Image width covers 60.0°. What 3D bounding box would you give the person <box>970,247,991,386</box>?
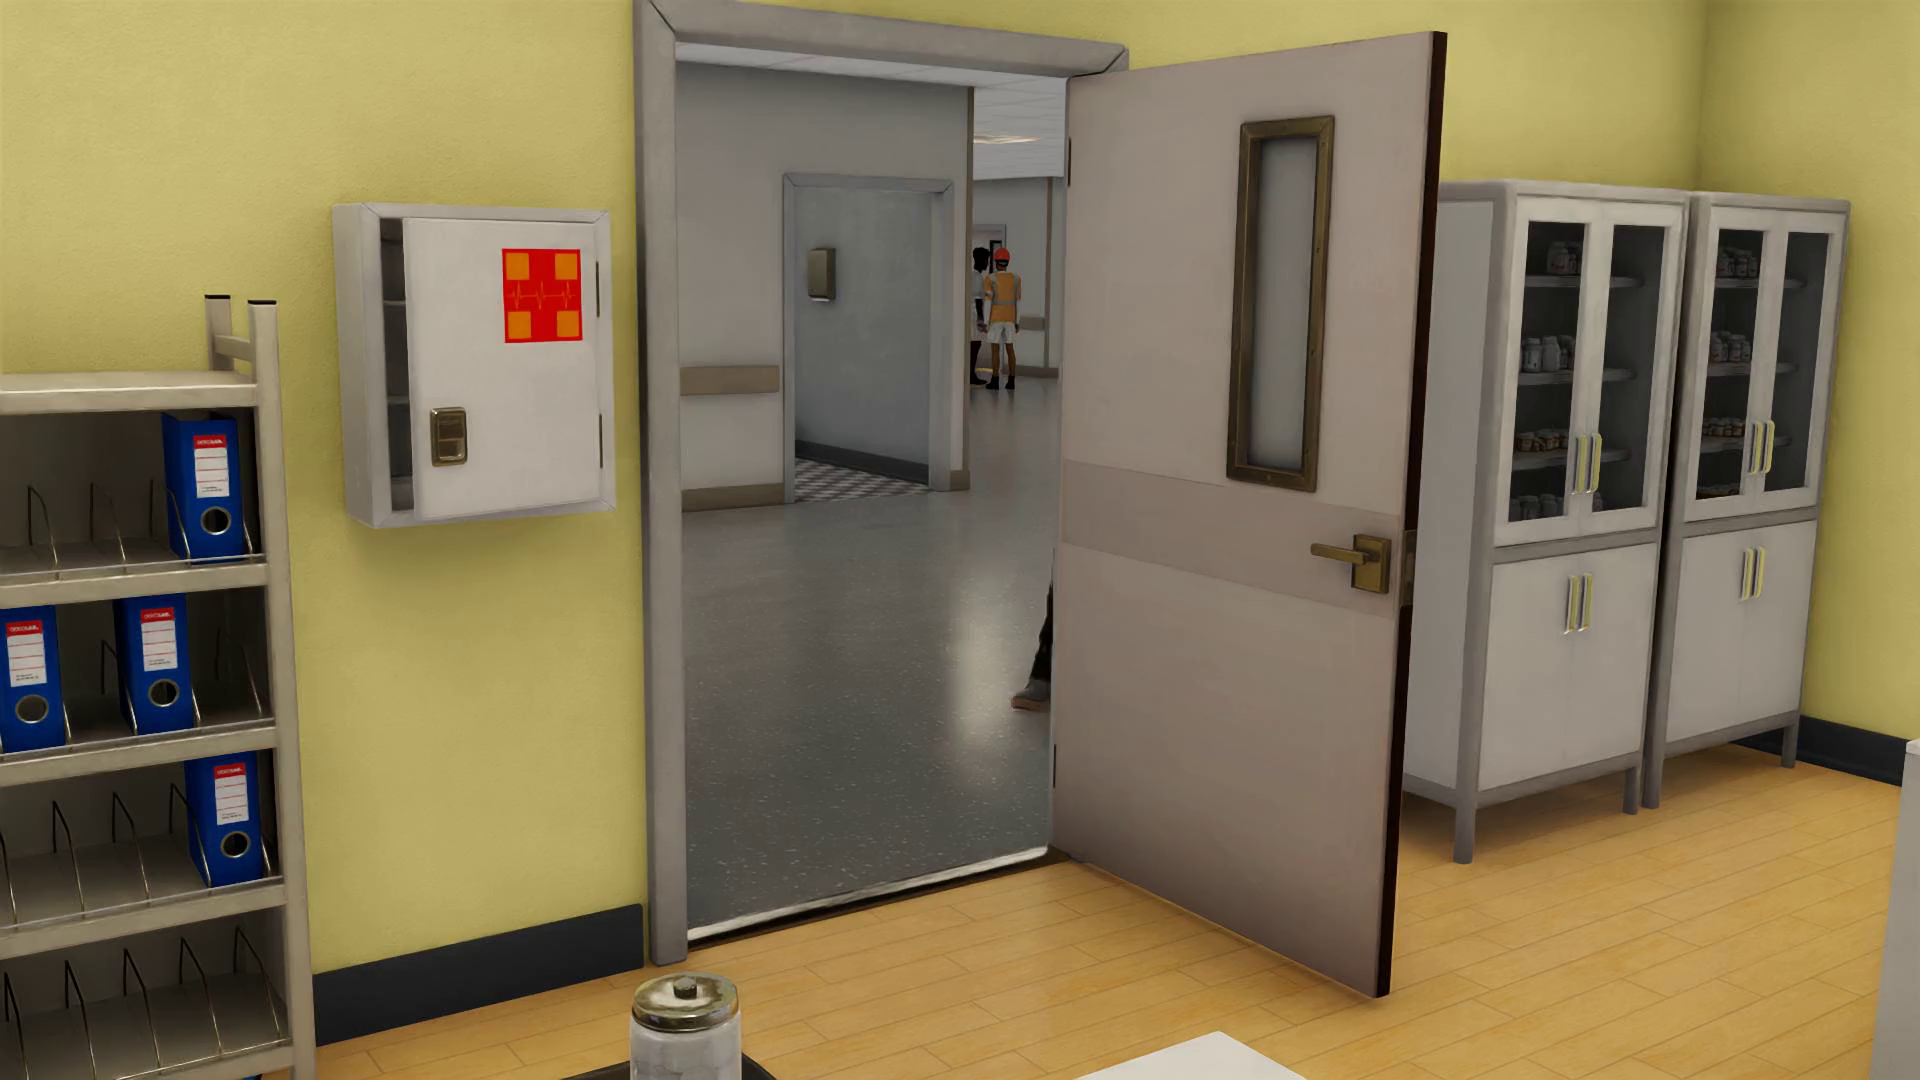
[{"bbox_3d":[0.236,-3.135,23.388,0.387,1.954,0.609,-1,10,-10],"label":"person"}]

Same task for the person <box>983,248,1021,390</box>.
[{"bbox_3d":[0.560,-3.031,22.830,0.551,1.934,0.373,-3,10,-21],"label":"person"}]
